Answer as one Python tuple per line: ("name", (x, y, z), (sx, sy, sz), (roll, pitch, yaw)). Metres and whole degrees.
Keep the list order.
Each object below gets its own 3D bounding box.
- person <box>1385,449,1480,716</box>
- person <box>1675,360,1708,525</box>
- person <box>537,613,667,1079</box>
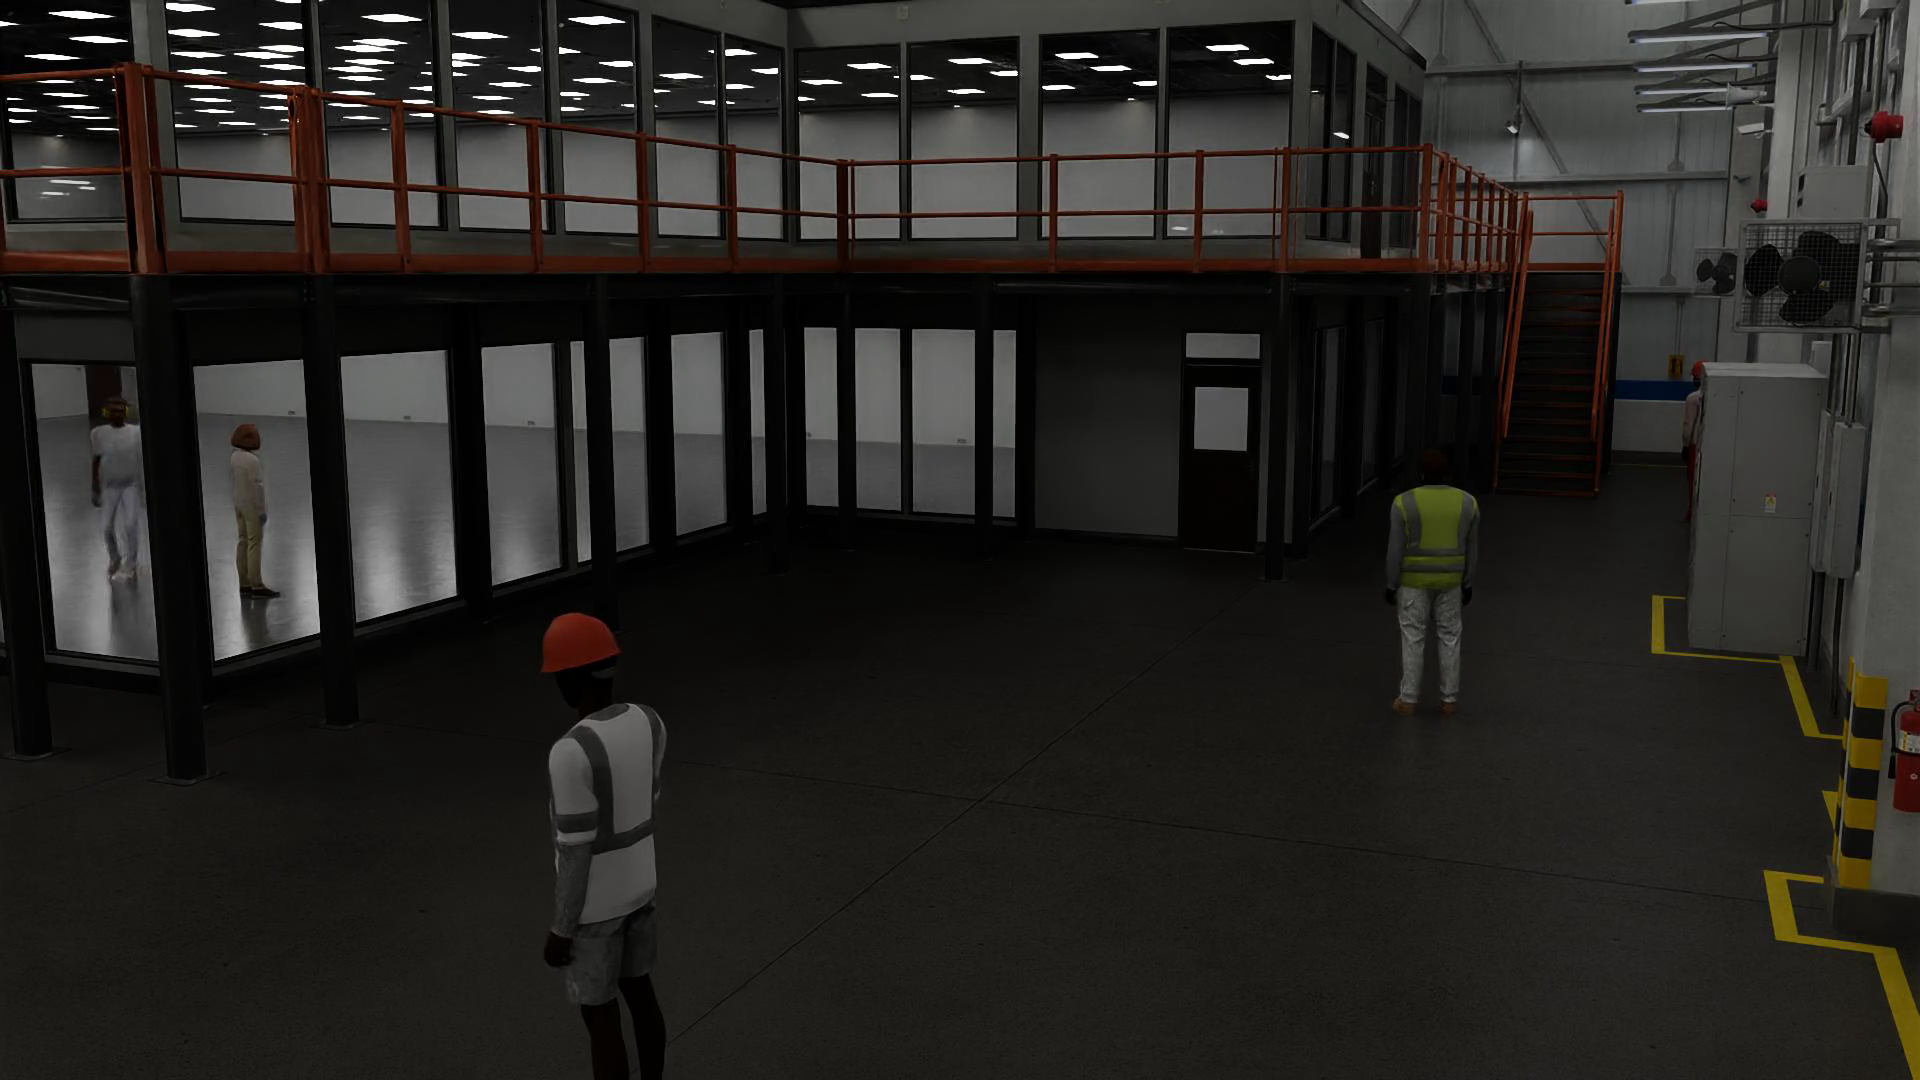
("person", (3.229, 0.295, 11.450), (0.633, 1.839, 0.429), (0, 9, -3))
("person", (8.908, -1.163, 20.015), (0.611, 1.985, 0.414), (-5, 10, -28))
("person", (-1.223, 1.194, 5.633), (0.375, 1.928, 0.542), (4, 10, 22))
